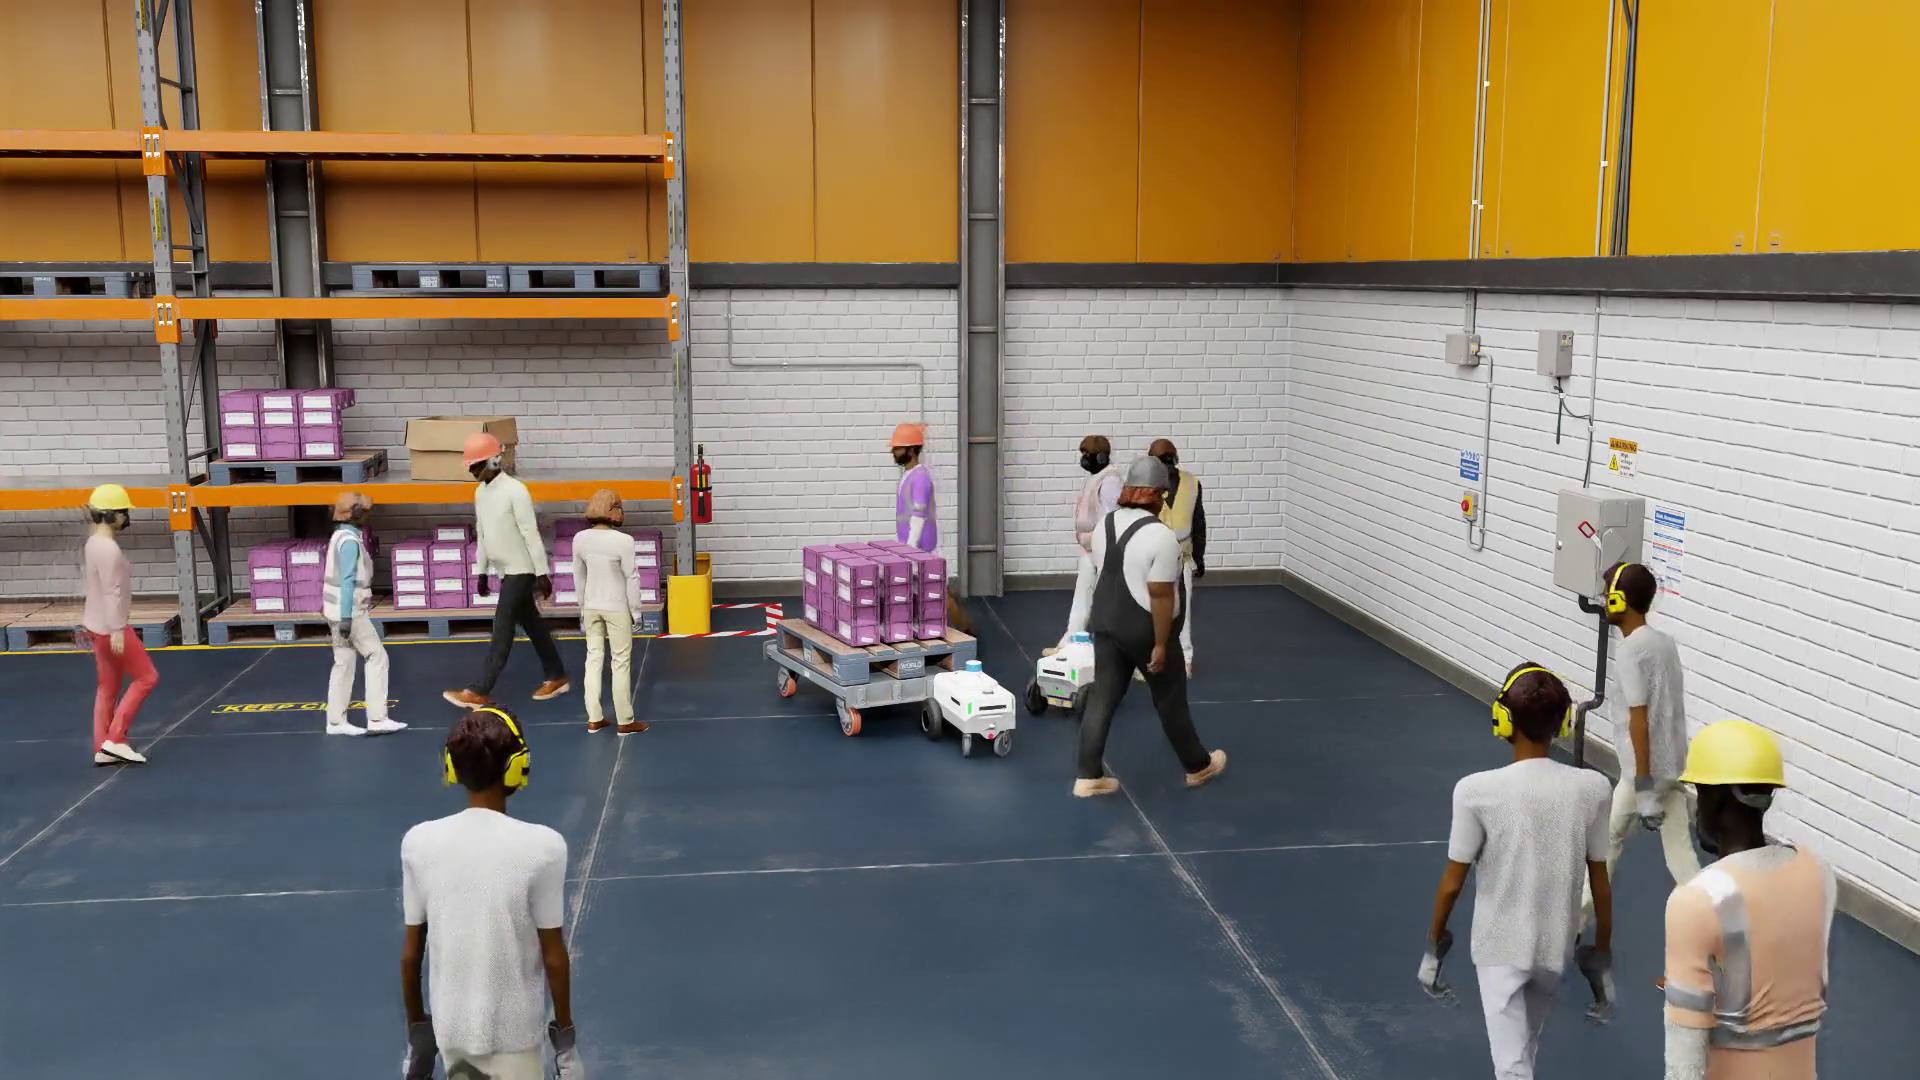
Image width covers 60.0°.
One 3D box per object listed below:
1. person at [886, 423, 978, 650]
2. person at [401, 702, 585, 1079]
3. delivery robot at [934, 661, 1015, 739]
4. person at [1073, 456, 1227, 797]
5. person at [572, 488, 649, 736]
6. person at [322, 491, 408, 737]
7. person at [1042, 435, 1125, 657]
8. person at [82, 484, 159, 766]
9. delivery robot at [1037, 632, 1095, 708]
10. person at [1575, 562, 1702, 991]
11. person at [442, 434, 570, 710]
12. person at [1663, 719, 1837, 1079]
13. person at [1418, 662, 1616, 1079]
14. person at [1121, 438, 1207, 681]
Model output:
[{"bbox_3d":[-0.331,0.021,13.000,1.031,1.887,0.558,-3,9,-16],"label":"person"},{"bbox_3d":[-1.322,1.395,4.541,0.535,1.845,0.684,3,9,16],"label":"person"},{"bbox_3d":[0.088,1.015,10.618,0.477,0.478,0.707,-3,10,-19],"label":"delivery robot"},{"bbox_3d":[1.090,0.469,9.696,1.002,2.000,0.692,-7,12,-38],"label":"person"},{"bbox_3d":[-2.307,0.474,10.935,0.498,1.633,0.289,4,10,23],"label":"person"},{"bbox_3d":[-3.909,0.488,10.889,0.604,1.609,0.564,-5,10,-27],"label":"person"},{"bbox_3d":[1.164,0.066,13.019,0.941,1.795,0.632,-1,9,-9],"label":"person"},{"bbox_3d":[-5.174,0.529,10.194,0.412,1.747,0.559,-7,11,-37],"label":"person"},{"bbox_3d":[0.846,0.879,11.468,0.477,0.478,0.707,7,11,37],"label":"delivery robot"},{"bbox_3d":[2.907,1.003,7.134,0.513,1.784,1.010,-7,12,-38],"label":"person"},{"bbox_3d":[-3.163,0.219,11.593,1.043,1.927,0.657,-8,12,-40],"label":"person"},{"bbox_3d":[1.959,1.399,4.367,0.586,1.891,0.638,-4,10,-23],"label":"person"},{"bbox_3d":[1.724,1.277,5.290,0.554,1.830,0.913,-1,9,-8],"label":"person"},{"bbox_3d":[1.515,0.142,12.405,0.671,1.827,0.438,-2,9,-12],"label":"person"}]
